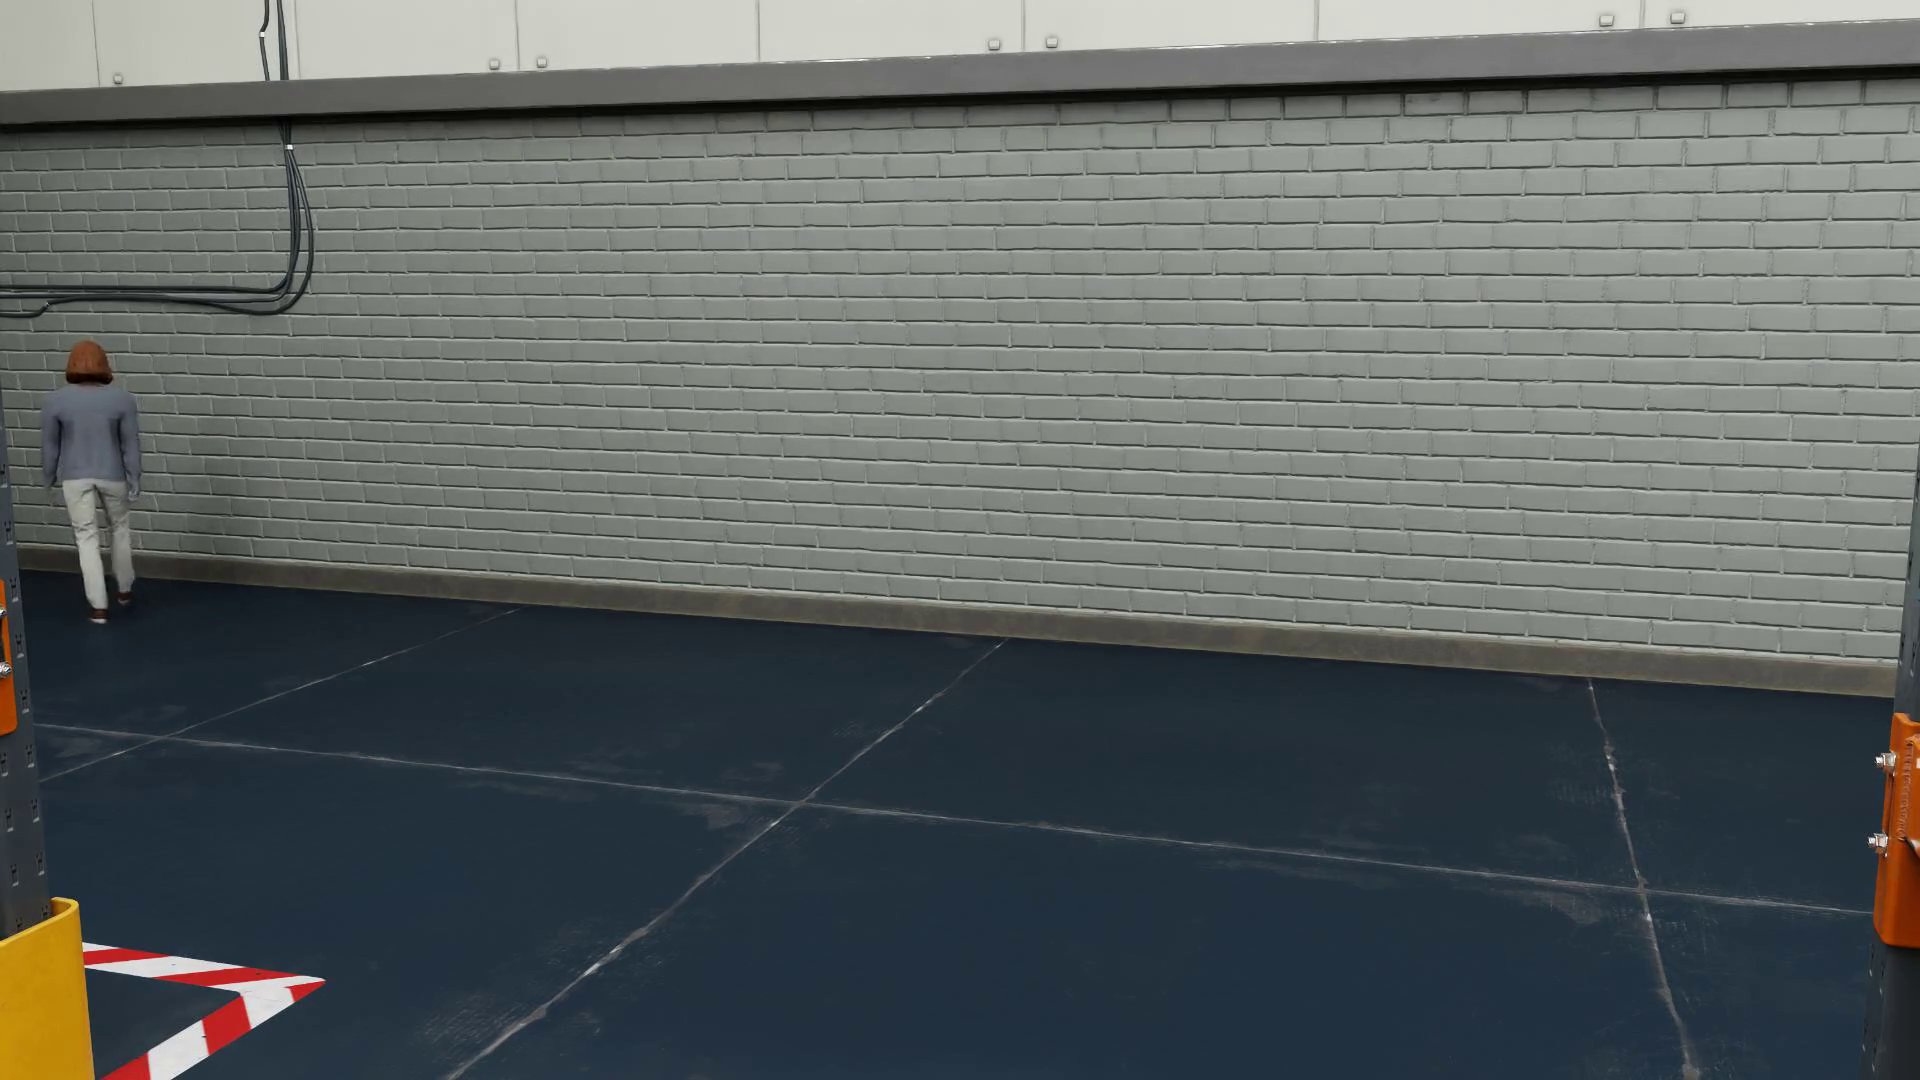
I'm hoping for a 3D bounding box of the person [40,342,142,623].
[{"bbox_3d":[-5.072,-0.350,9.727,0.510,1.603,0.779,-6,11,-31],"label":"person"}]
